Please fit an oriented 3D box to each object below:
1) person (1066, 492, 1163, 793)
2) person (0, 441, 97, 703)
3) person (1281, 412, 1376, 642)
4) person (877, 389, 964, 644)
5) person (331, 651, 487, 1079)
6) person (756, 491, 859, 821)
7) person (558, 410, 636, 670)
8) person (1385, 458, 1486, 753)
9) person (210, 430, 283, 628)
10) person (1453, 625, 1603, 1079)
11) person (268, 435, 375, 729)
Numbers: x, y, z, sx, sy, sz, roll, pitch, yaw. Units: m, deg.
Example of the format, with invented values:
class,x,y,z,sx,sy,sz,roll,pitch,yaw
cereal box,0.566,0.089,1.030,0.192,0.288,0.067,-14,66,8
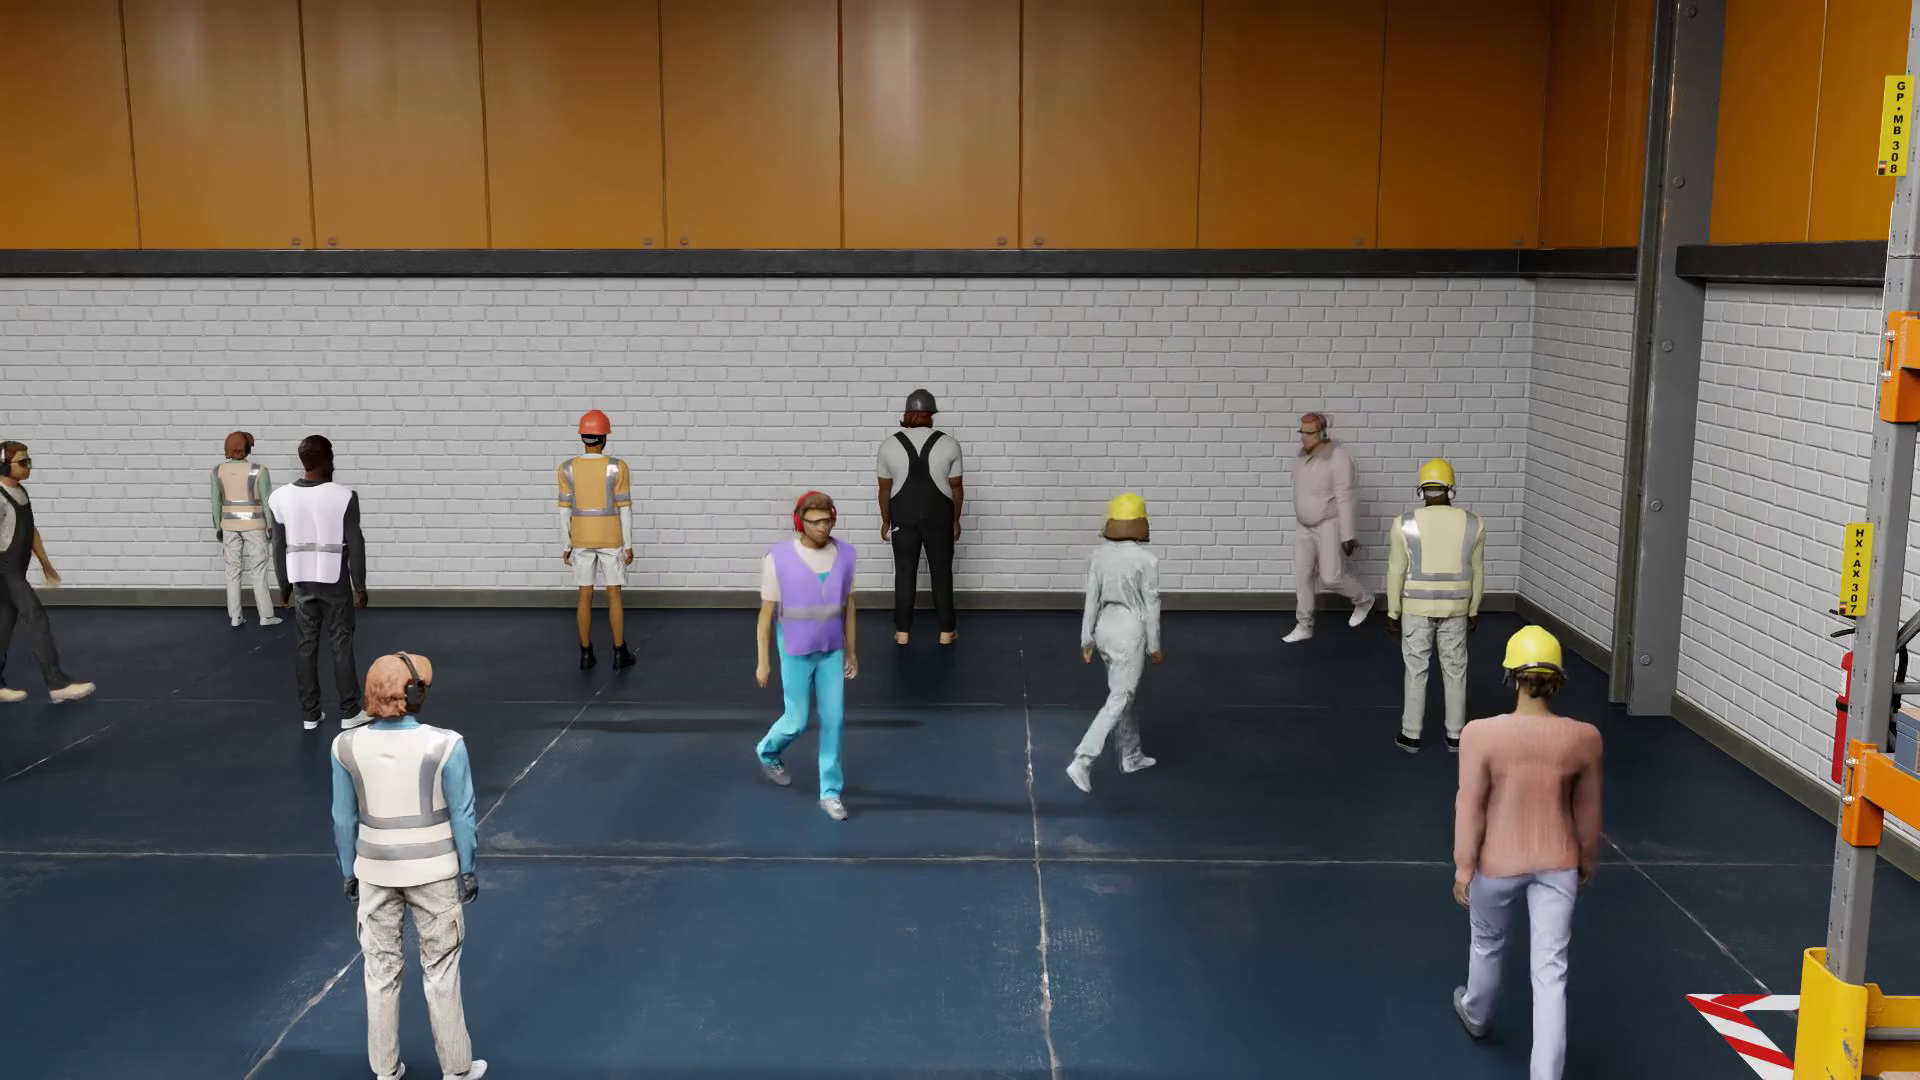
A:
class,x,y,z,sx,sy,sz,roll,pitch,yaw
person,0.876,0.578,9.595,0.844,1.709,0.476,-8,13,-41
person,-6.359,0.228,11.386,0.877,1.813,0.513,-3,10,-15
person,2.973,-0.109,13.299,0.767,1.866,0.654,-6,11,-31
person,-0.306,-0.192,13.223,0.675,2.000,0.537,1,9,3
person,-1.992,1.215,6.005,0.514,1.636,0.314,1,9,3
person,-0.866,0.601,9.162,0.621,1.814,0.682,-6,11,-34
person,-2.692,0.002,12.367,0.544,1.939,0.372,1,9,3
person,2.918,0.410,10.258,0.589,1.827,0.404,1,9,3
person,-5.921,-0.083,13.765,0.514,1.642,0.314,1,9,3
person,2.067,1.159,6.091,0.548,1.710,0.926,1,10,5
person,-4.138,0.281,10.768,0.588,1.915,0.398,1,9,3
